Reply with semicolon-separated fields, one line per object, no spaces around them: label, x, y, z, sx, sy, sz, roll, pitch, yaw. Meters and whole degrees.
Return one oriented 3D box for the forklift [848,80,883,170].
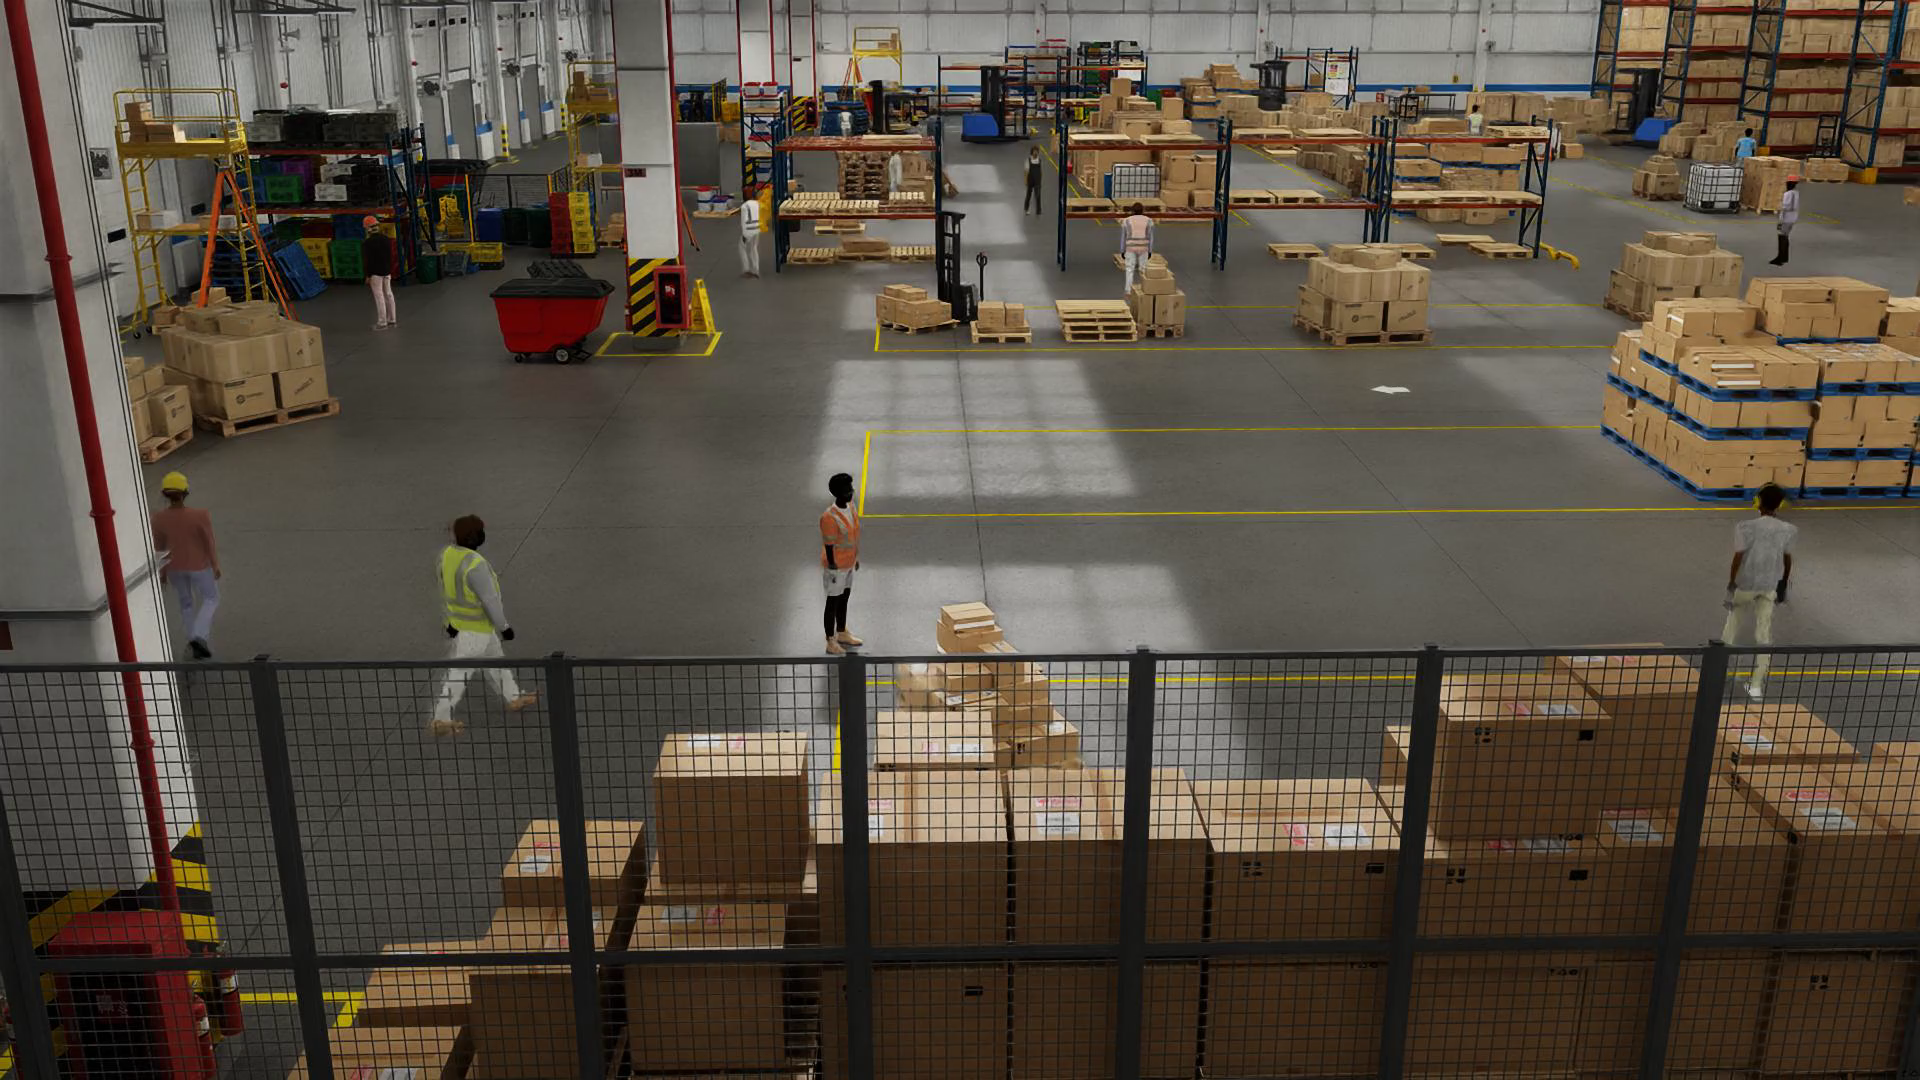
forklift;-2.644;-13.227;53.109;1.873;2.768;1.129;-1;19;-1

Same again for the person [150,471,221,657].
person;-6.910;0.245;14.865;0.540;1.755;0.459;-2;19;-6

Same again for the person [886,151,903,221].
person;-1.665;-9.116;42.410;0.443;1.914;0.675;-3;19;-8

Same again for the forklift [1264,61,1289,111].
forklift;12.521;-17.614;66.124;1.873;2.768;1.129;-16;25;-40

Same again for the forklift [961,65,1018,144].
forklift;1.090;-16.329;62.311;1.873;2.768;1.129;-10;21;-28

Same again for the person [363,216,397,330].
person;-10.183;-4.669;29.101;0.392;1.986;0.609;7;20;19

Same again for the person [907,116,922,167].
person;-1.456;-12.750;53.468;0.482;1.735;0.339;-6;20;-17

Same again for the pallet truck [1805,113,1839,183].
pallet truck;26.403;-11.957;50.702;0.823;1.965;1.885;6;19;16

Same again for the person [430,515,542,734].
person;-3.976;0.667;13.583;1.001;1.797;0.620;-12;22;-33

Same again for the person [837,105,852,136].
person;-4.143;-14.808;59.725;0.534;1.614;0.475;-9;20;-24

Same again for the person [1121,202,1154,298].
person;3.403;-5.574;32.030;0.624;1.835;0.431;-1;19;-2

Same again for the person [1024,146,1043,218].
person;1.879;-9.281;43.058;0.520;1.821;0.838;-6;19;-16

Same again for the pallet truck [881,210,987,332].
pallet truck;-0.493;-4.759;29.349;1.885;1.965;0.823;-13;23;-34

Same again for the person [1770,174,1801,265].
person;17.800;-6.899;35.824;0.616;1.915;0.426;-15;24;-38

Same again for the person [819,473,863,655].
person;-1.076;0.207;15.077;0.322;1.697;0.530;8;20;23

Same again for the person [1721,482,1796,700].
person;6.852;0.386;14.350;0.554;1.824;0.947;3;19;8

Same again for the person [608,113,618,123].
person;-12.233;-14.702;59.024;0.562;1.889;0.986;6;20;18

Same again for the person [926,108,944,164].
person;-0.817;-13.265;54.754;0.641;1.892;1.023;-5;19;-13

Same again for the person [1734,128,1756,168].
person;23.528;-11.496;49.849;0.540;1.667;0.804;5;19;14

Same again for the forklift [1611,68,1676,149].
forklift;25.004;-15.715;60.490;1.873;2.768;1.129;17;25;41

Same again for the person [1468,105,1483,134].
person;17.410;-13.778;56.305;0.591;1.877;1.005;-6;20;-18

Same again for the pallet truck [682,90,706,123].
pallet truck;-9.671;-15.907;62.421;0.823;1.965;1.885;5;19;15

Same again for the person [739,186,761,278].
person;-4.348;-6.313;34.160;0.523;1.866;0.620;13;22;33
